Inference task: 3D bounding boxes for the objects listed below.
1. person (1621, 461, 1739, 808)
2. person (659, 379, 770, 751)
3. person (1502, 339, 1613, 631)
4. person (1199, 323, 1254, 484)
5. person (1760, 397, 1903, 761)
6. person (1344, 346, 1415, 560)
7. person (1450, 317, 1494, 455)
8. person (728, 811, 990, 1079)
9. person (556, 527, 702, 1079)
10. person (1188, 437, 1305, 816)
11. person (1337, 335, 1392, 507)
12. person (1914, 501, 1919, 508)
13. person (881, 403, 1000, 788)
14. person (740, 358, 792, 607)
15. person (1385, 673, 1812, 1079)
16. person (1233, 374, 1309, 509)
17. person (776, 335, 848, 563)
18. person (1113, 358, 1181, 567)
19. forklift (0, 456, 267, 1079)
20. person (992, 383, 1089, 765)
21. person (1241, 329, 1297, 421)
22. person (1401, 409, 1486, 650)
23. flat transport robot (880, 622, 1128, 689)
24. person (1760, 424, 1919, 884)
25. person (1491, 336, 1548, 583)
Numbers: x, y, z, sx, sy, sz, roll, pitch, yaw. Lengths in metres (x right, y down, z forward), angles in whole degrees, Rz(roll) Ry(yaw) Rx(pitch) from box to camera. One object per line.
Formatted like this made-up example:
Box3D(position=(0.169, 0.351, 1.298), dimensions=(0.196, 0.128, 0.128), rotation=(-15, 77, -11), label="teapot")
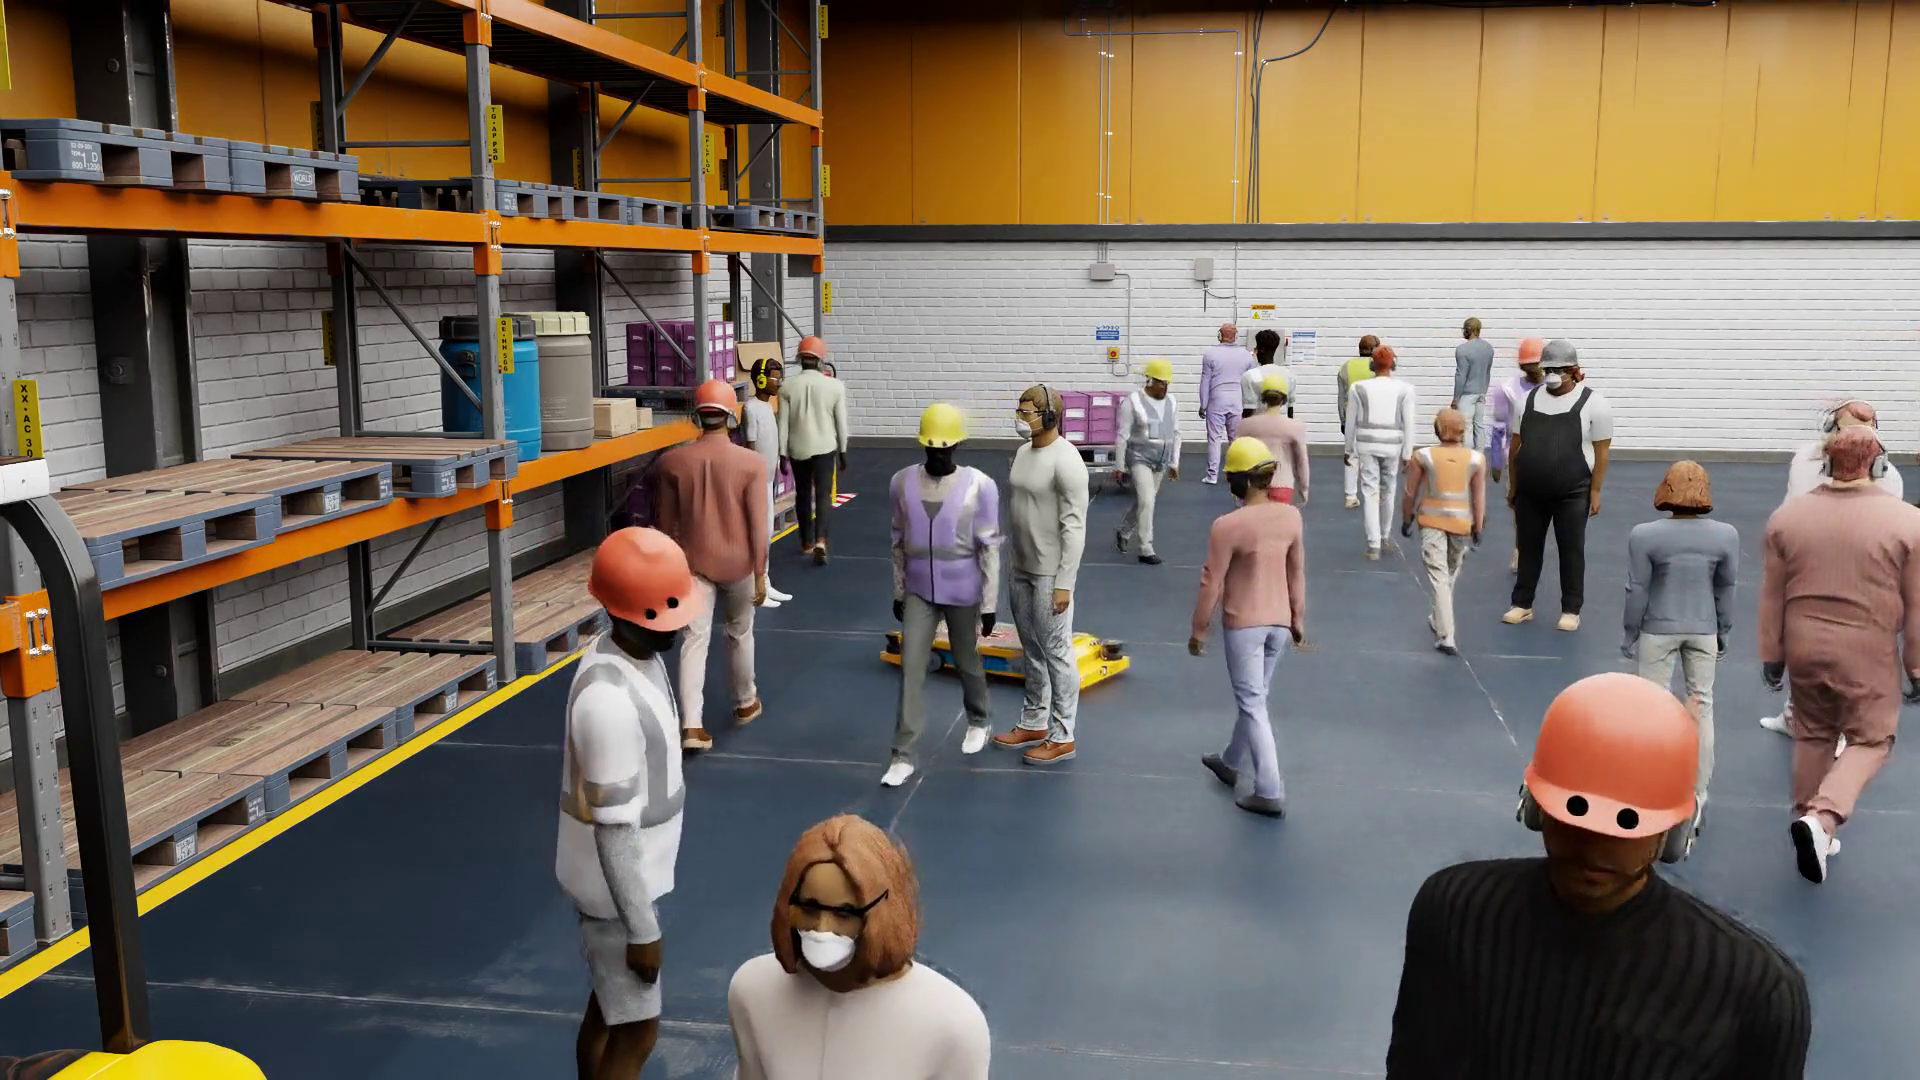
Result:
Box3D(position=(3.342, 0.445, 7.758), dimensions=(0.497, 1.633, 0.284), rotation=(1, 9, 5), label="person")
Box3D(position=(-1.308, 0.116, 8.850), dimensions=(0.631, 1.943, 1.049), rotation=(1, 9, 7), label="person")
Box3D(position=(4.141, -0.386, 11.630), dimensions=(0.688, 2.000, 0.536), rotation=(7, 12, 38), label="person")
Box3D(position=(3.117, -1.598, 19.560), dimensions=(0.647, 1.901, 0.402), rotation=(-2, 9, -12), label="person")
Box3D(position=(4.446, 0.184, 8.656), dimensions=(0.396, 1.879, 0.796), rotation=(-3, 10, -17), label="person")
Box3D(position=(3.684, -0.788, 14.700), dimensions=(0.577, 1.835, 0.960), rotation=(1, 9, 7), label="person")
Box3D(position=(6.296, -1.778, 20.526), dimensions=(0.632, 1.940, 0.372), rotation=(-7, 11, -36), label="person")
Box3D(position=(-0.177, 1.249, 2.835), dimensions=(0.503, 1.621, 0.377), rotation=(3, 10, 19), label="person")
Box3D(position=(-0.867, 0.870, 4.386), dimensions=(0.403, 1.893, 0.745), rotation=(-1, 9, -8), label="person")
Box3D(position=(1.300, 0.383, 7.790), dimensions=(0.550, 1.733, 0.731), rotation=(-6, 11, -32), label="person")
Box3D(position=(4.287, -1.239, 17.525), dimensions=(0.621, 1.838, 0.429), rotation=(7, 12, 38), label="person")
Box3D(position=(8.836, -0.891, 14.858), dimensions=(0.620, 2.013, 0.943), rotation=(-4, 10, -25), label="person")
Box3D(position=(-0.077, 0.235, 8.371), dimensions=(0.609, 1.869, 0.992), rotation=(3, 10, 19), label="person")
Box3D(position=(-1.470, -0.425, 12.443), dimensions=(0.334, 1.860, 0.508), rotation=(2, 9, 11), label="person")
Box3D(position=(0.988, 1.129, 2.632), dimensions=(0.609, 1.945, 1.028), rotation=(9, 13, 43), label="person")
Box3D(position=(2.388, -0.403, 12.700), dimensions=(0.545, 1.714, 0.923), rotation=(4, 10, 24), label="person")
Box3D(position=(-1.281, -0.794, 14.421), dimensions=(0.616, 1.962, 0.981), rotation=(0, 9, -1), label="person")
Box3D(position=(1.570, -0.704, 14.433), dimensions=(0.591, 1.785, 0.886), rotation=(-6, 11, -33), label="person")
Box3D(position=(-2.328, 0.975, 2.765), dimensions=(2.313, 2.155, 1.214), rotation=(1, 9, 9), label="forklift")
Box3D(position=(0.419, 0.171, 8.512), dimensions=(0.373, 1.940, 0.629), rotation=(-4, 10, -25), label="person")
Box3D(position=(2.849, -0.981, 15.525), dimensions=(0.606, 1.966, 0.367), rotation=(-5, 10, -27), label="person")
Box3D(position=(3.247, -0.083, 11.160), dimensions=(0.509, 1.582, 0.899), rotation=(0, 9, 0), label="person")
Box3D(position=(0.269, 0.691, 10.426), dimensions=(1.431, 0.197, 0.652), rotation=(6, 11, 31), label="flat transport robot")
Box3D(position=(3.584, 0.472, 6.812), dimensions=(0.683, 1.885, 0.658), rotation=(-7, 12, -38), label="person")
Box3D(position=(4.587, -0.614, 13.197), dimensions=(0.654, 1.980, 1.037), rotation=(0, 9, 2), label="person")
